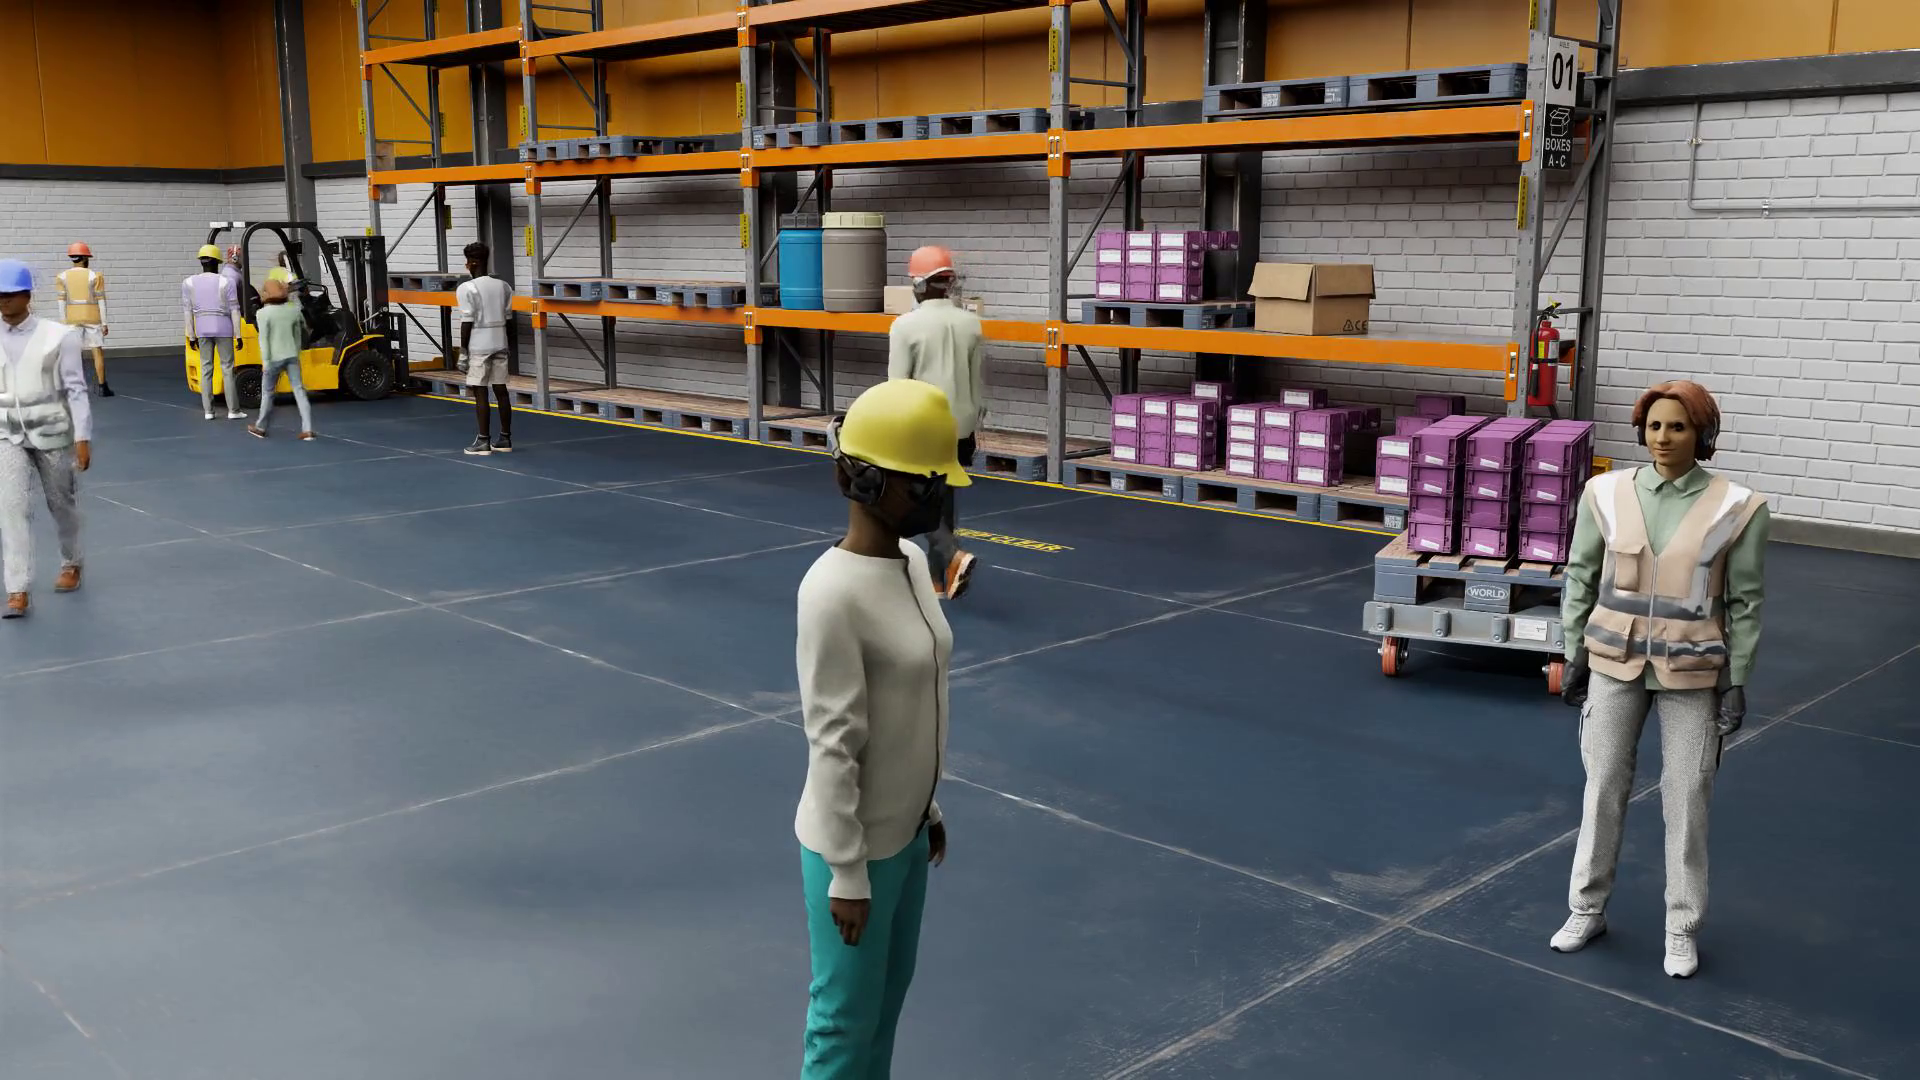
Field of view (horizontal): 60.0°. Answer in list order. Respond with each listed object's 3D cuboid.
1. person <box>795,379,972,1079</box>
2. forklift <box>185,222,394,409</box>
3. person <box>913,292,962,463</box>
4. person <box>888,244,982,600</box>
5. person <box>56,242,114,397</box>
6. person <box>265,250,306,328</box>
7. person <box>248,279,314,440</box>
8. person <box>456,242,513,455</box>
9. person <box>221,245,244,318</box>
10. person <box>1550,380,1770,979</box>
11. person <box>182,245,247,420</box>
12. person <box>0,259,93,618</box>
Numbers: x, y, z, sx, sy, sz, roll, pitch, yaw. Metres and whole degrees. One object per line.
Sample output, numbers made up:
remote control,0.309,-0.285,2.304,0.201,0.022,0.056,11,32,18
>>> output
person,-0.138,0.571,3.206,0.326,1.760,0.524,3,11,15
forklift,-8.169,-2.758,20.163,2.313,2.155,1.214,-10,14,-44
person,-0.197,-1.384,13.575,0.533,1.864,0.310,-9,14,-41
person,-0.101,-0.613,9.079,0.624,1.978,0.672,-8,13,-36
person,-10.941,-2.742,20.789,0.547,1.934,0.375,-2,11,-13
person,-9.268,-3.066,22.853,0.636,1.827,0.671,4,11,22
person,-6.754,-1.783,16.503,0.862,1.583,0.527,7,12,32
person,-4.399,-1.769,15.399,0.367,1.964,0.603,7,12,32
person,-9.084,-2.760,20.989,0.403,1.900,0.636,-5,11,-24
person,1.920,0.375,4.594,0.514,1.641,0.307,7,12,33
person,-8.177,-2.269,18.255,0.585,1.917,0.382,-1,10,-6
person,-5.087,-0.580,9.116,0.623,1.900,0.984,-3,11,-16
